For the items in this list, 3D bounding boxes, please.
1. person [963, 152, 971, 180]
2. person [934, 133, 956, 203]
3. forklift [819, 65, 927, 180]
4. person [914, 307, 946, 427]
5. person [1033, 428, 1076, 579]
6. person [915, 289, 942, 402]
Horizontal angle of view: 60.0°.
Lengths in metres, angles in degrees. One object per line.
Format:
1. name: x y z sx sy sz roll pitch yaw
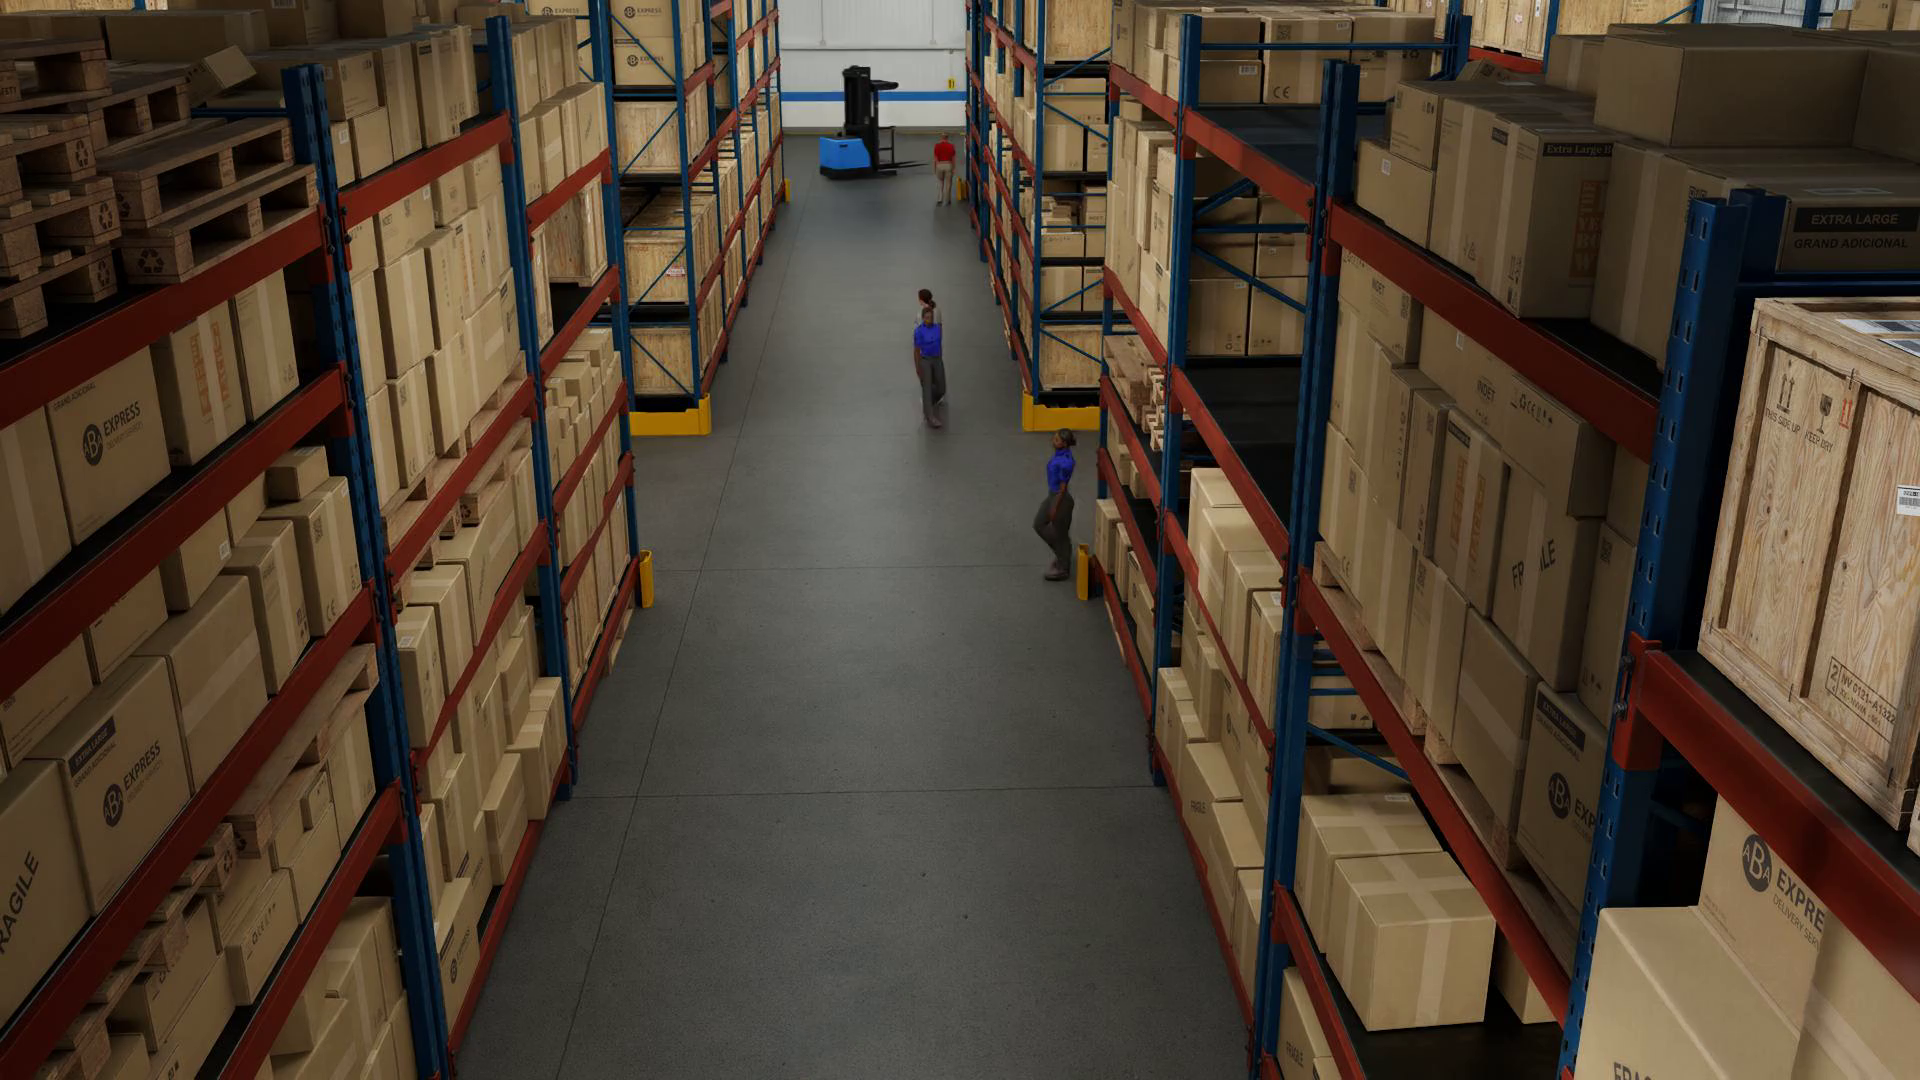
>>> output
1. person: 0.546 -9.724 42.576 1.004 1.716 0.584 -8 22 -20
2. person: -0.355 -9.233 41.315 0.543 1.761 0.469 4 21 11
3. forklift: -2.343 -11.527 45.727 3.031 2.941 1.121 -13 24 -31
4. person: -0.427 -2.417 23.139 0.465 1.680 0.560 -14 25 -33
5. person: 1.019 -0.389 17.637 0.433 1.654 0.462 -3 21 -8
6. person: -0.438 -2.802 24.103 0.369 1.688 0.478 19 28 41
